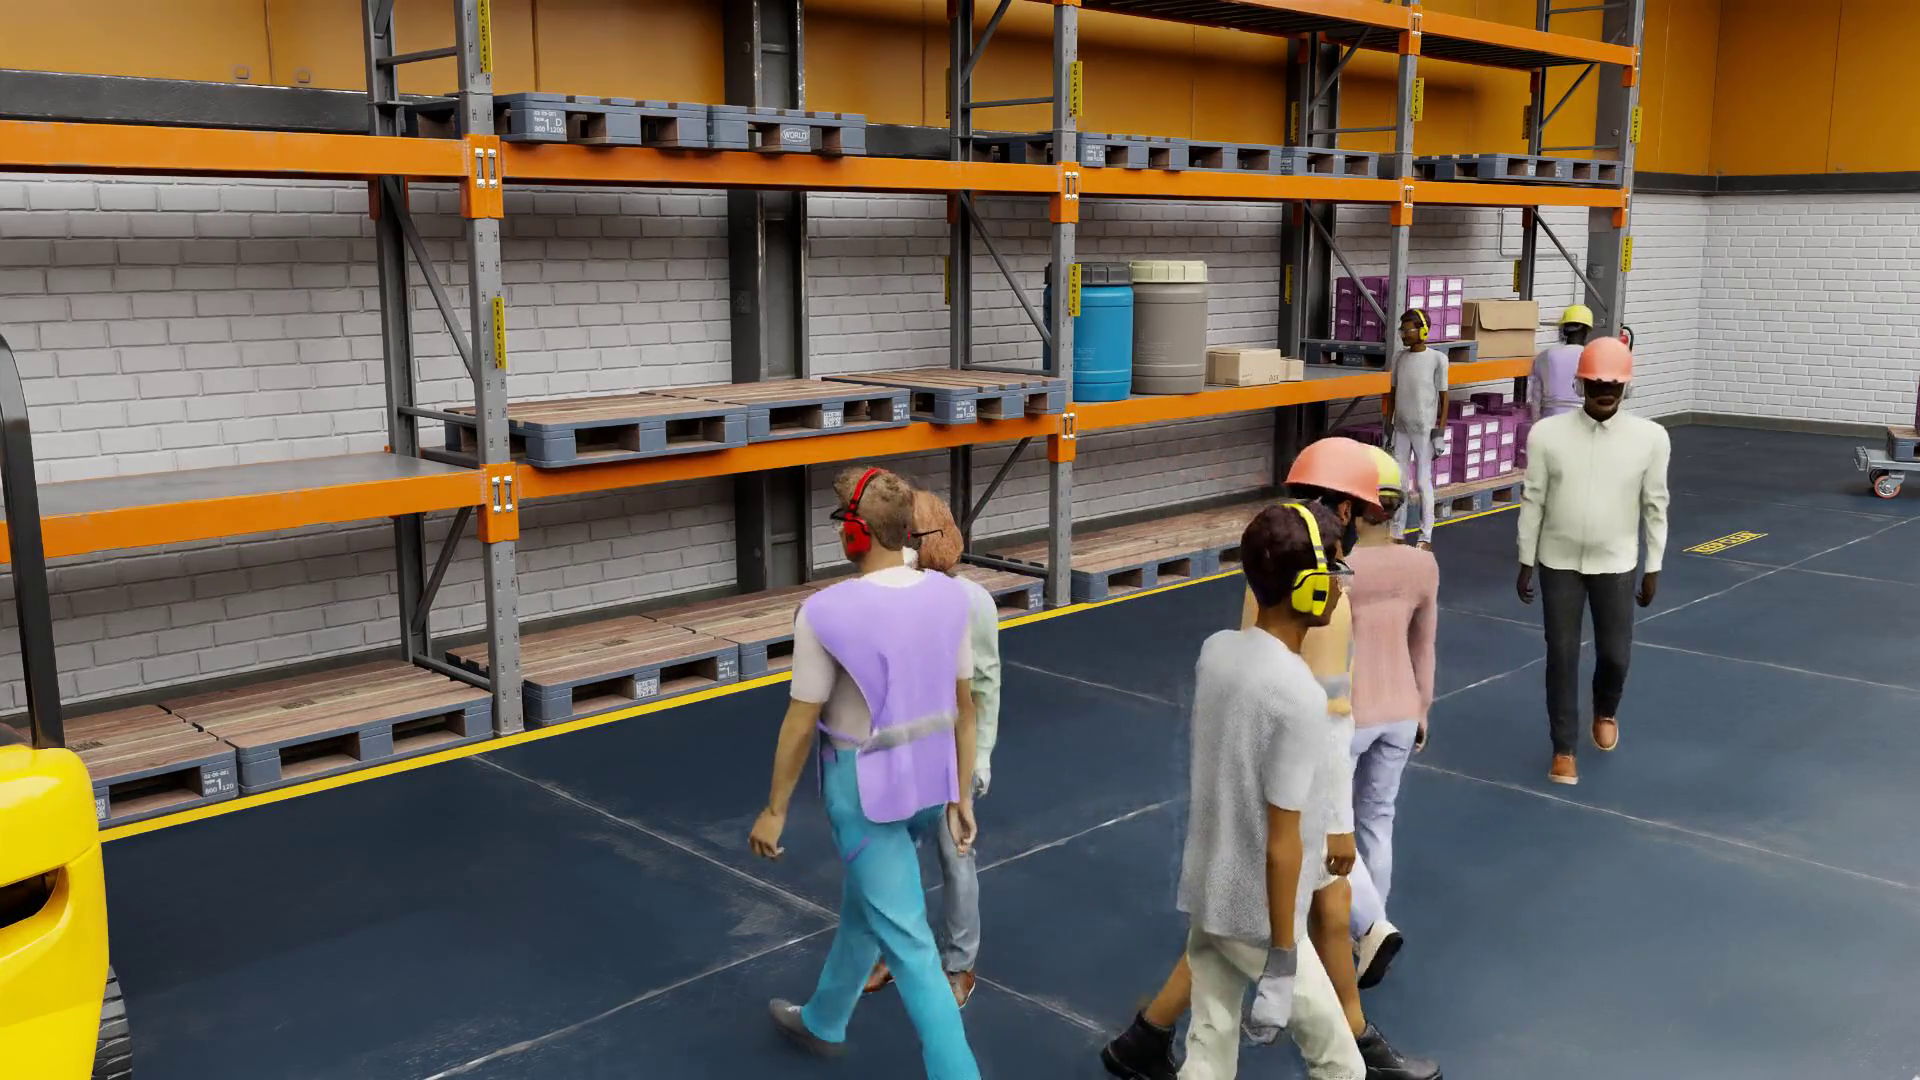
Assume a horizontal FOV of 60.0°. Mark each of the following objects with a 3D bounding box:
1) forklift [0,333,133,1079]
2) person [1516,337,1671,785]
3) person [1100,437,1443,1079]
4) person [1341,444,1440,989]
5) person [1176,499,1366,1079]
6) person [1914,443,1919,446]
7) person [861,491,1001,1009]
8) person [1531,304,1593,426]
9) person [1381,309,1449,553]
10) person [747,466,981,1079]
[{"bbox_3d":[-3.289,0.485,4.582,1.214,2.155,2.313,-10,14,-44],"label":"forklift"},{"bbox_3d":[2.791,0.080,7.390,0.618,1.976,0.554,4,11,22],"label":"person"},{"bbox_3d":[0.855,0.653,4.568,0.965,1.874,0.563,0,10,-3],"label":"person"},{"bbox_3d":[1.313,0.579,5.304,0.529,1.755,0.551,-3,11,-17],"label":"person"},{"bbox_3d":[0.680,0.826,3.668,0.623,1.847,0.534,-5,11,-23],"label":"person"},{"bbox_3d":[10.495,-1.687,17.523,0.550,1.790,0.962,-1,10,-7],"label":"person"},{"bbox_3d":[-0.119,0.655,5.188,0.507,1.630,0.270,6,12,28],"label":"person"},{"bbox_3d":[4.564,-0.803,12.442,0.601,1.894,0.460,6,12,30],"label":"person"},{"bbox_3d":[3.401,-0.795,12.477,0.322,1.858,0.528,-9,14,-41],"label":"person"},{"bbox_3d":[-0.234,0.695,4.523,0.971,1.798,0.573,9,13,39],"label":"person"}]
